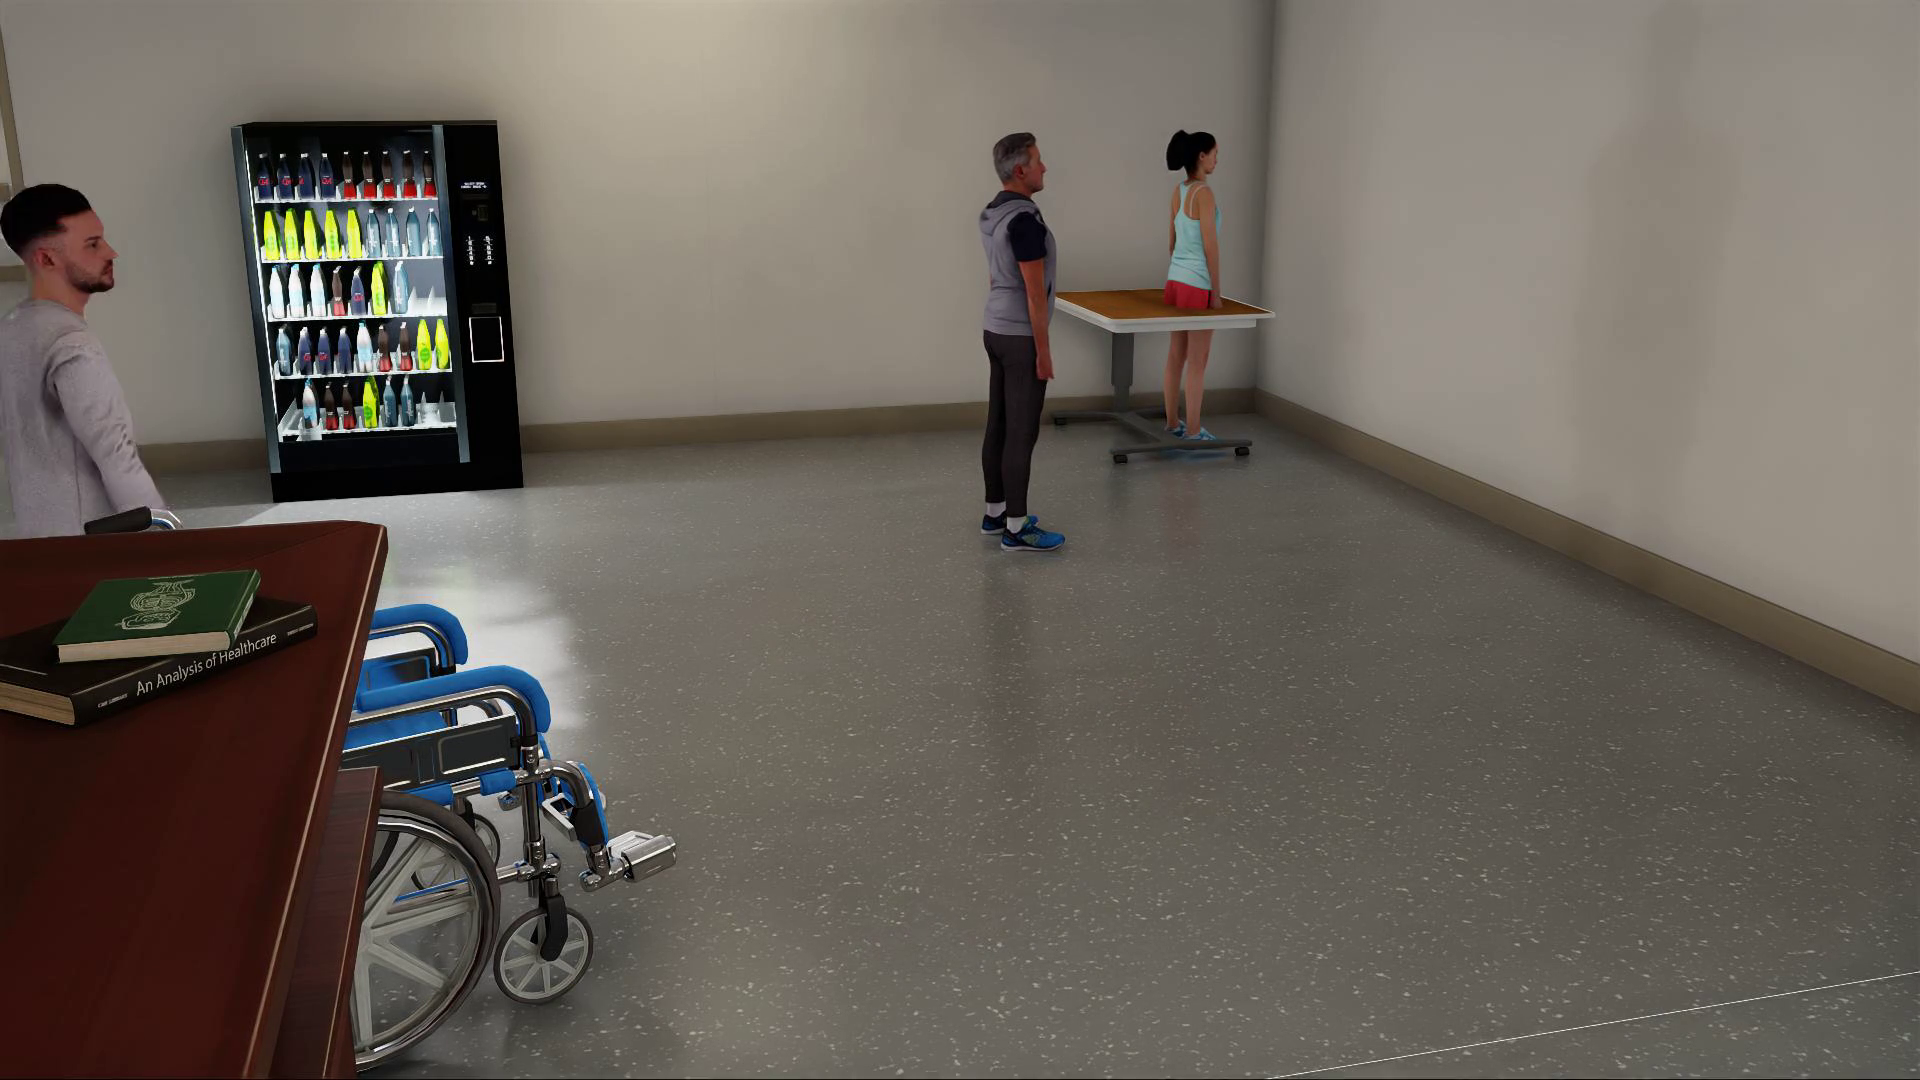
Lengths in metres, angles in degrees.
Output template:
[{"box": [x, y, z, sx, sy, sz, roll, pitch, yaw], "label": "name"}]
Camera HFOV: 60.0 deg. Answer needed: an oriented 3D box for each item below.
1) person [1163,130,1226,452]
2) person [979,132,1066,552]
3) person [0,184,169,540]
[{"box": [1.316, -1.408, 9.387, 0.611, 1.774, 0.626, -7, 17, -23], "label": "person"}, {"box": [0.244, -0.884, 7.426, 0.565, 1.830, 0.688, -5, 16, -17], "label": "person"}, {"box": [-2.257, 0.079, 4.102, 1.306, 1.781, 0.958, -11, 19, -34], "label": "person"}]
